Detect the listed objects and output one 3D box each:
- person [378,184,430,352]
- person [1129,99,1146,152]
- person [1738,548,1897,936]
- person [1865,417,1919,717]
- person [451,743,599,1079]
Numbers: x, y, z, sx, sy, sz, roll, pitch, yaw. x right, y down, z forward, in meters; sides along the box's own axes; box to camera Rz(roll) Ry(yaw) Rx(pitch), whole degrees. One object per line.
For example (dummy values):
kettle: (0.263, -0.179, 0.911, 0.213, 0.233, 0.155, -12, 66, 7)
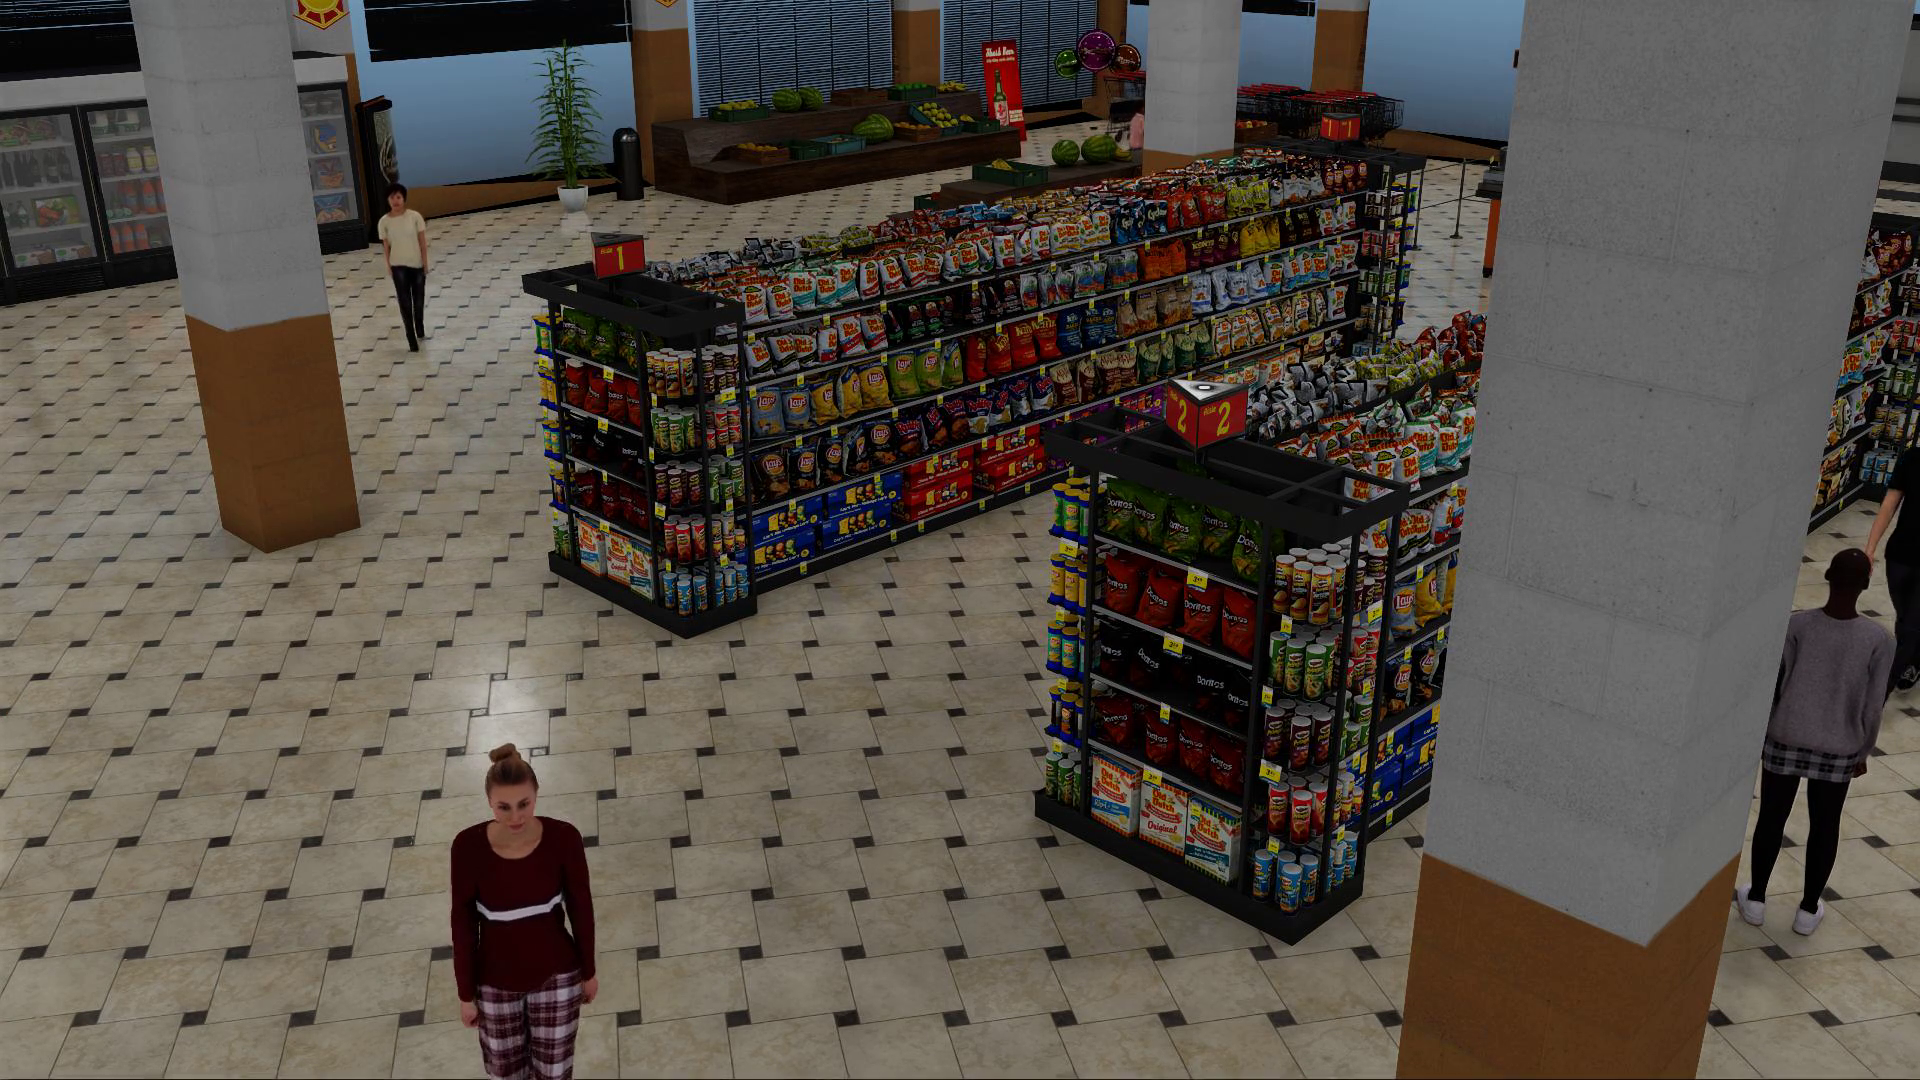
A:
person: (-5.340, -2.646, 16.109, 1.016, 1.549, 0.882, -9, 24, -22)
person: (2.537, -5.704, 24.051, 0.573, 1.301, 0.566, -12, 25, -27)
person: (3.634, 0.857, 7.091, 0.685, 1.772, 0.646, 10, 24, 23)
person: (5.234, 0.117, 9.005, 1.162, 1.718, 0.748, -17, 27, -36)
person: (-1.501, 1.504, 5.737, 0.887, 1.581, 0.892, -7, 23, -17)
